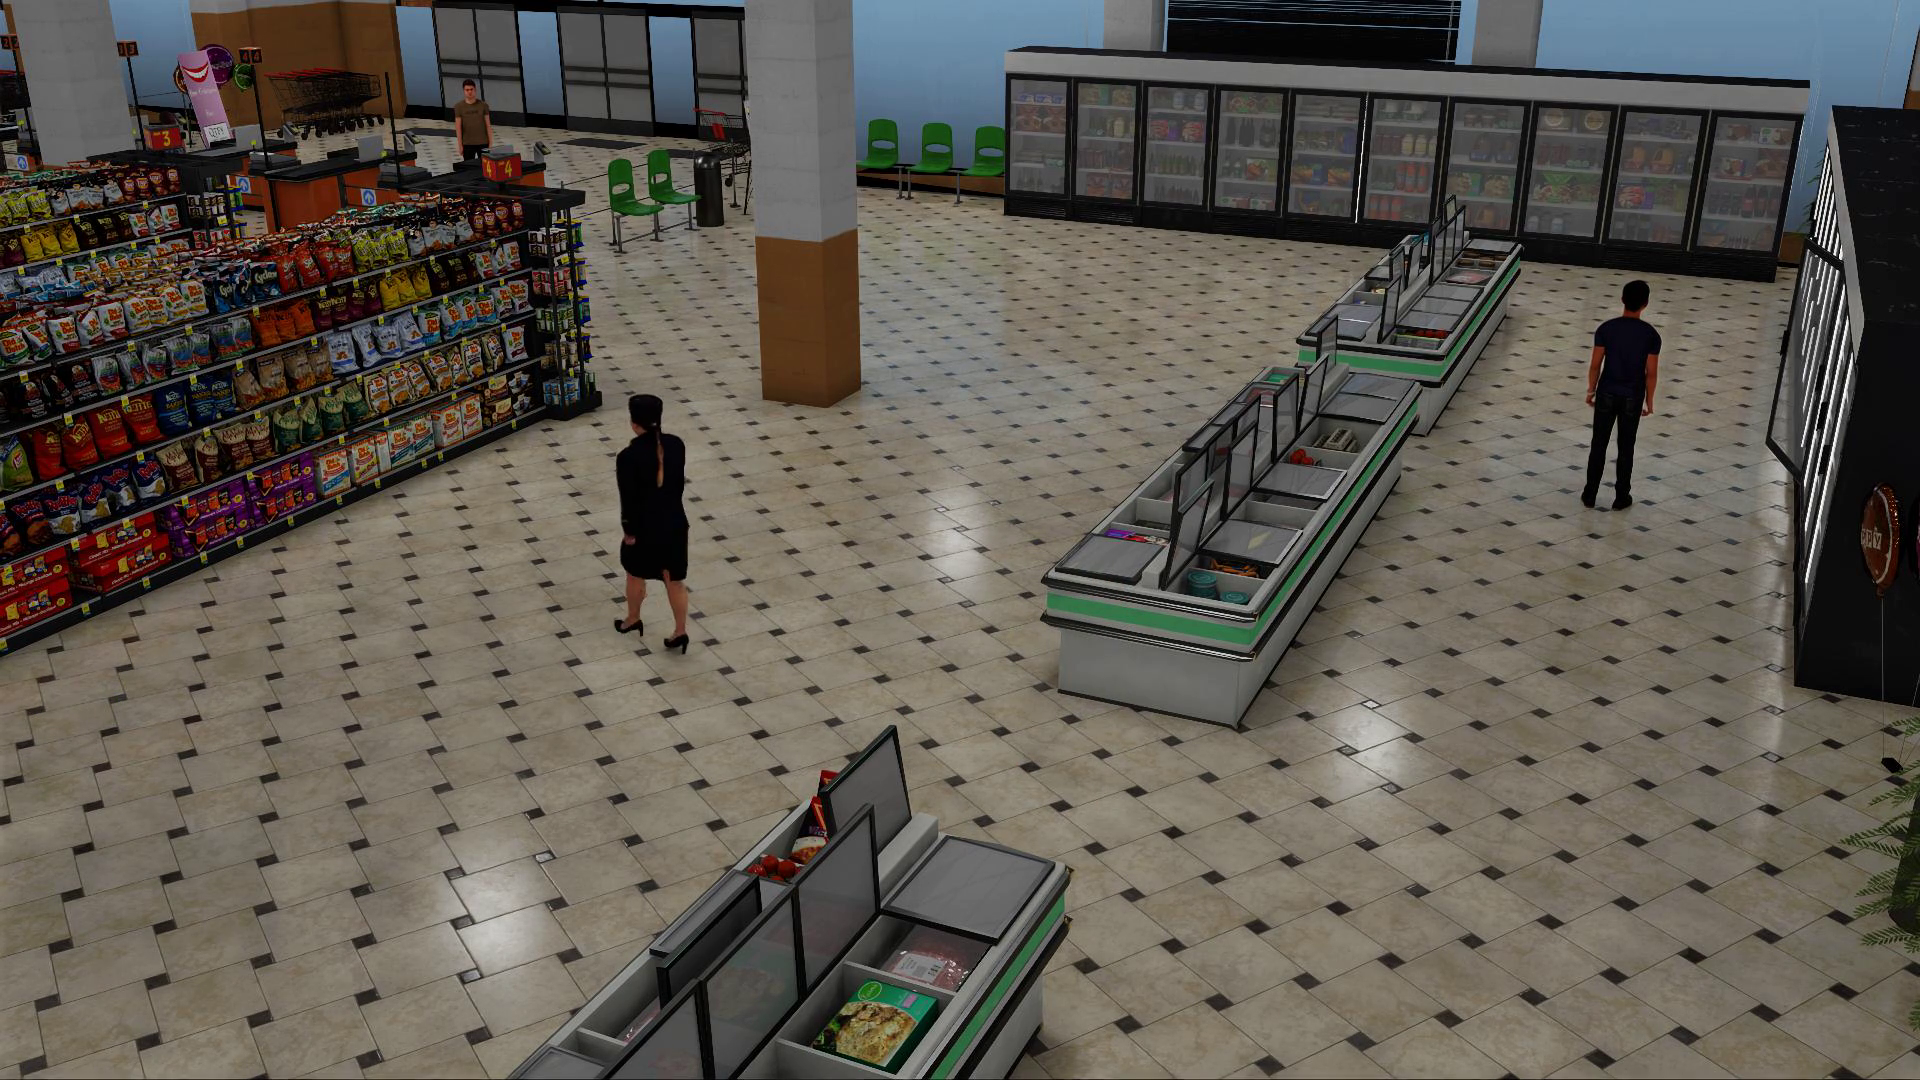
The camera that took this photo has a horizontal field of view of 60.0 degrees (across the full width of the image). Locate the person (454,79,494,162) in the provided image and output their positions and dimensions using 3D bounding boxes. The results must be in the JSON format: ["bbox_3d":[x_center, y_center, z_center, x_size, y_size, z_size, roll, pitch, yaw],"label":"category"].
[{"bbox_3d":[-7.111,-5.815,24.414,0.732,1.851,0.809,-9,24,-22],"label":"person"}]

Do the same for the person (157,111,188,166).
[{"bbox_3d":[-10.174,-4.653,21.599,0.631,1.794,0.538,9,24,22],"label":"person"}]

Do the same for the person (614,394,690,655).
[{"bbox_3d":[-1.847,-0.054,10.344,0.923,1.651,0.910,19,29,39],"label":"person"}]

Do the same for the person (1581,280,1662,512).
[{"bbox_3d":[5.066,-1.109,12.783,0.644,1.791,0.493,10,24,23],"label":"person"}]
